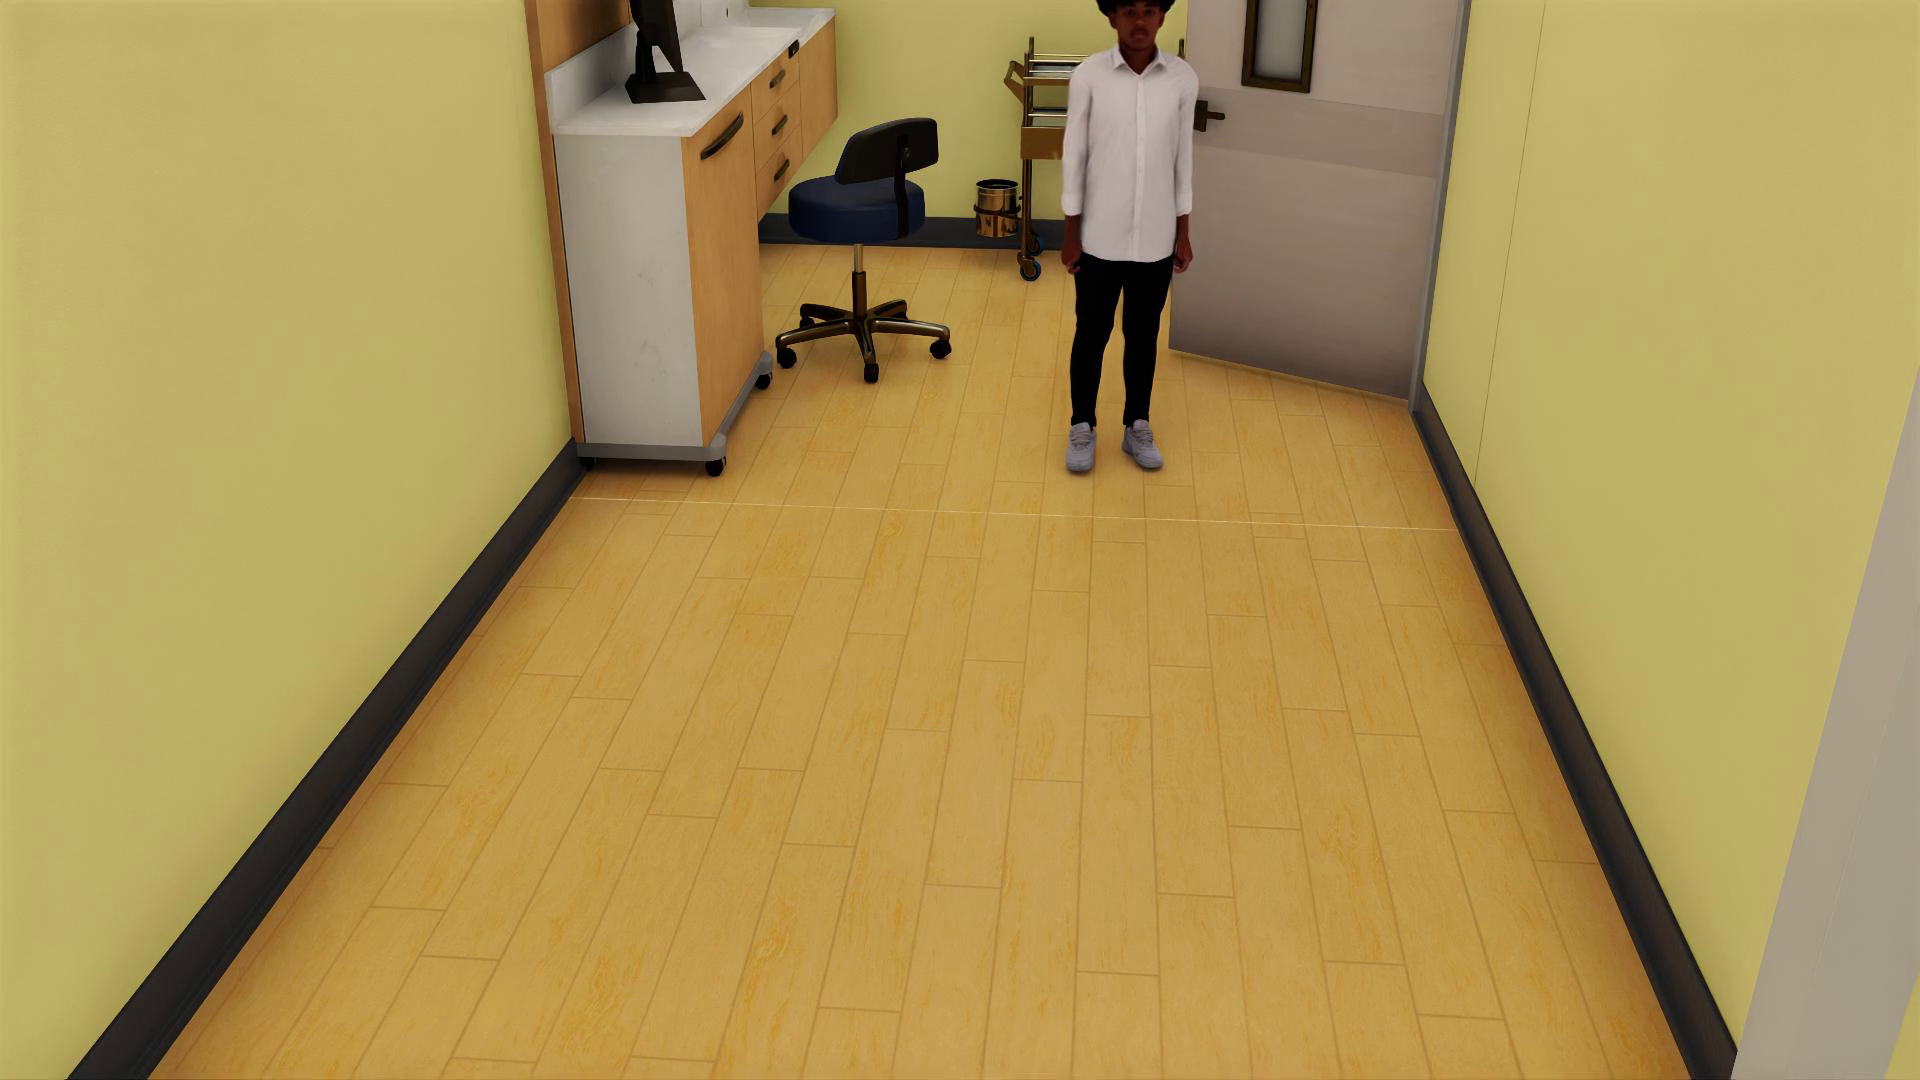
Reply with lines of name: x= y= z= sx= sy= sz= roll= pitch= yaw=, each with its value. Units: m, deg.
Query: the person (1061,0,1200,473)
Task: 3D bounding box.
person: x=0.585 y=-1.132 z=5.898 sx=0.573 sy=1.810 sz=0.732 roll=-3 pitch=26 yaw=-5
